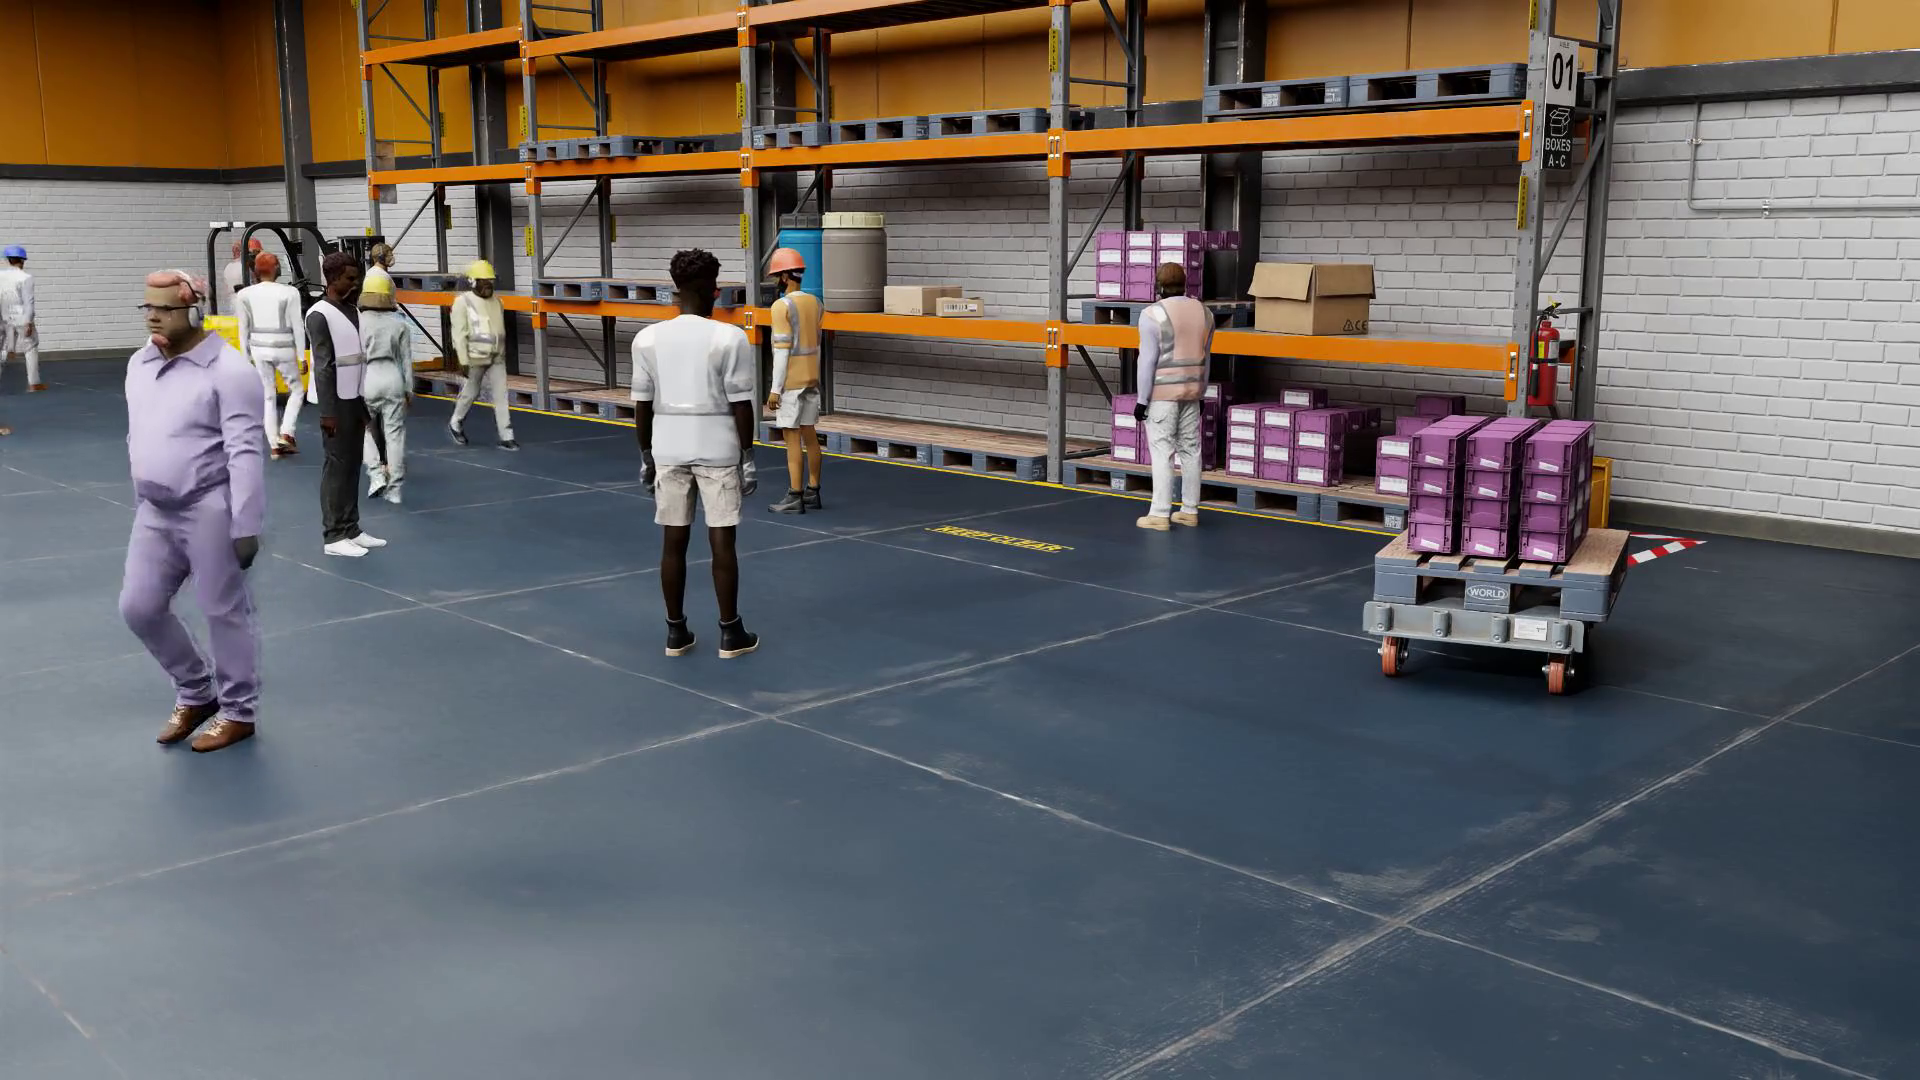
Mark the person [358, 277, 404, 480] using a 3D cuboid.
[{"bbox_3d":[-4.851,-1.341,13.823,0.561,1.681,0.450,-9,14,-42],"label":"person"}]

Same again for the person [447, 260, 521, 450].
[{"bbox_3d":[-4.570,-1.756,15.798,0.880,1.806,0.592,8,13,37],"label":"person"}]

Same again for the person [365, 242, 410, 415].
[{"bbox_3d":[-6.490,-2.366,18.725,0.378,1.940,0.628,-6,12,-31],"label":"person"}]

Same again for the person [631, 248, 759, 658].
[{"bbox_3d":[-1.257,-0.405,7.969,0.603,1.962,0.372,2,11,13],"label":"person"}]

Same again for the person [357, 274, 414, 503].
[{"bbox_3d":[-4.391,-1.143,12.614,0.504,1.725,0.419,-7,13,-35],"label":"person"}]

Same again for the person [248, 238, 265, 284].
[{"bbox_3d":[-10.487,-3.493,24.742,0.456,1.984,0.641,-3,11,-14],"label":"person"}]

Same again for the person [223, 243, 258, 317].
[{"bbox_3d":[-10.425,-3.367,24.269,0.639,1.910,0.407,9,14,39],"label":"person"}]

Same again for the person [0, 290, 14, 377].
[{"bbox_3d":[-10.349,-2.070,17.578,0.596,1.783,0.971,-3,11,-18],"label":"person"}]

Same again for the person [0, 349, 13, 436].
[{"bbox_3d":[-10.027,-1.994,16.758,0.716,1.918,0.632,-1,10,-4],"label":"person"}]

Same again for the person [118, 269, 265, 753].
[{"bbox_3d":[-2.998,-0.096,6.471,0.685,1.887,0.465,4,11,21],"label":"person"}]

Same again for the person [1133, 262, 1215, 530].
[{"bbox_3d":[1.448,-0.986,11.475,0.623,1.841,0.430,-7,12,-33],"label":"person"}]

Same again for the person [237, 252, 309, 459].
[{"bbox_3d":[-6.209,-1.666,15.079,0.602,1.872,0.413,0,10,-2],"label":"person"}]

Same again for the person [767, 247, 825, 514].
[{"bbox_3d":[-1.219,-1.153,12.123,0.366,1.935,0.543,6,12,28],"label":"person"}]

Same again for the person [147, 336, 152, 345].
[{"bbox_3d":[-5.771,-1.042,12.447,0.493,1.595,0.856,-5,11,-24],"label":"person"}]

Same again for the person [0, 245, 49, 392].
[{"bbox_3d":[-12.125,-2.807,21.235,0.612,1.917,0.828,2,11,11],"label":"person"}]

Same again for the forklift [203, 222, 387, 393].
[{"bbox_3d":[-8.169,-2.758,20.163,2.313,2.155,1.214,-10,14,-44],"label":"forklift"}]

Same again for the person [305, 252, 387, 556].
[{"bbox_3d":[-3.939,-0.863,10.589,0.375,1.915,0.598,0,10,1],"label":"person"}]
